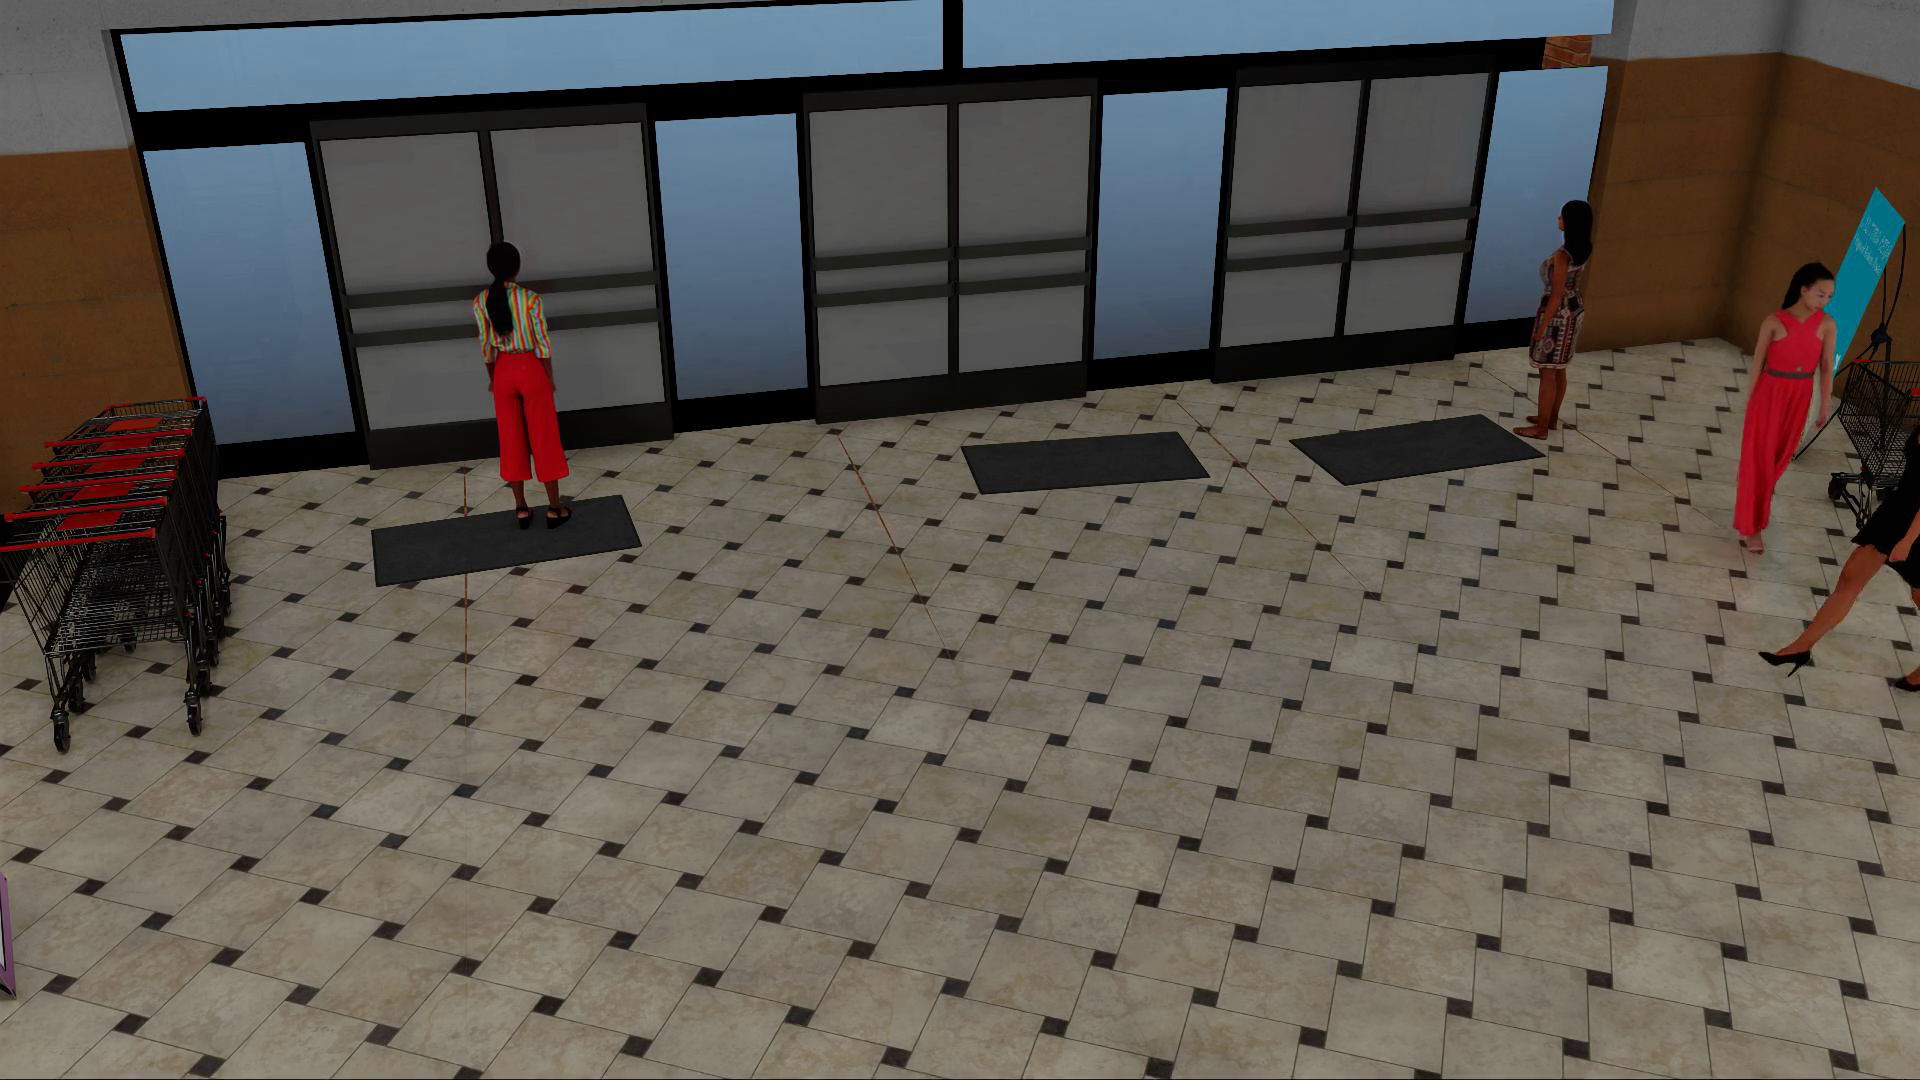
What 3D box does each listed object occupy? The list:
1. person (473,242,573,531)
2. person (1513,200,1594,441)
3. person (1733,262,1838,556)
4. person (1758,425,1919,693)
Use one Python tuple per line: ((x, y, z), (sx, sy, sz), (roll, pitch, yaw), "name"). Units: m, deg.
((-2.613, -0.903, 9.905), (0.670, 1.792, 0.637), (2, 27, 3), "person")
((4.043, -1.488, 11.222), (0.744, 1.645, 0.723), (20, 33, 33), "person")
((4.851, -0.818, 9.867), (0.836, 1.676, 1.159), (3, 27, 6), "person")
((4.756, 0.006, 8.112), (0.953, 1.794, 1.137), (3, 27, 7), "person")
